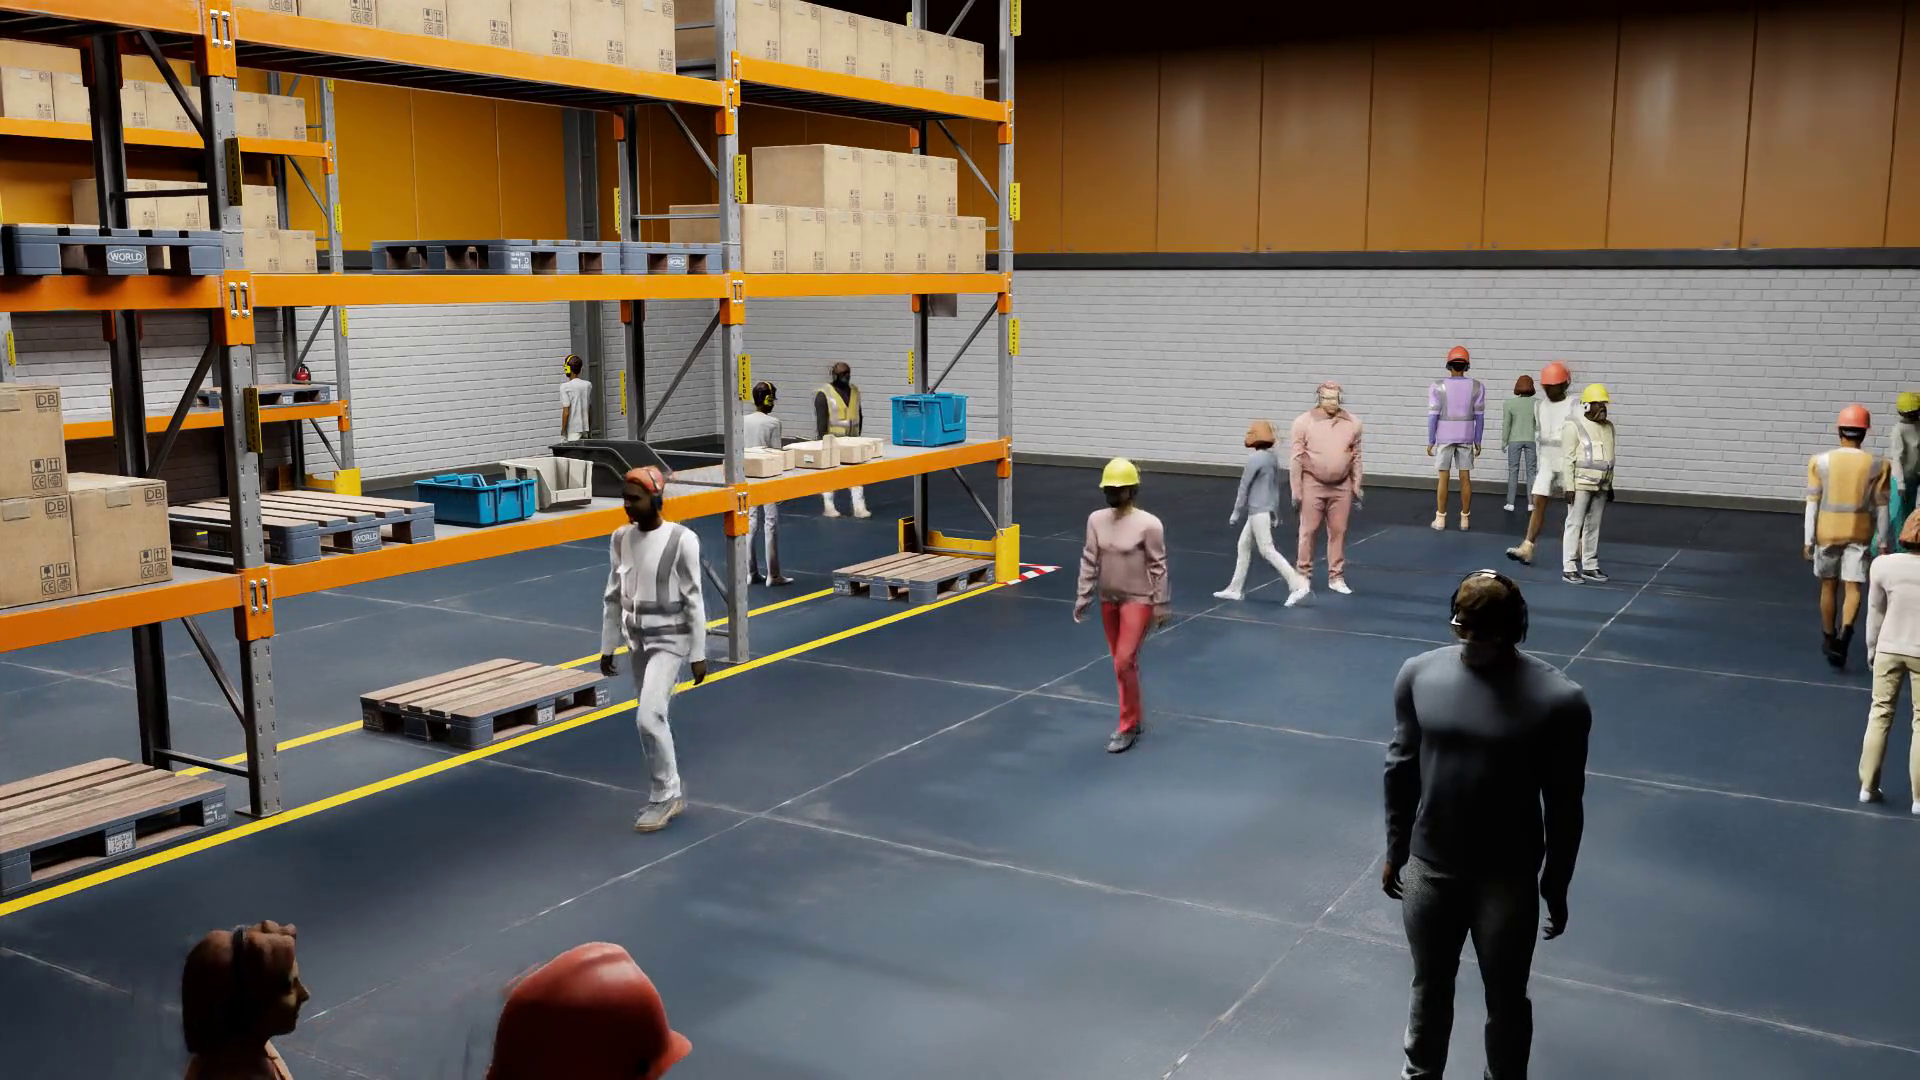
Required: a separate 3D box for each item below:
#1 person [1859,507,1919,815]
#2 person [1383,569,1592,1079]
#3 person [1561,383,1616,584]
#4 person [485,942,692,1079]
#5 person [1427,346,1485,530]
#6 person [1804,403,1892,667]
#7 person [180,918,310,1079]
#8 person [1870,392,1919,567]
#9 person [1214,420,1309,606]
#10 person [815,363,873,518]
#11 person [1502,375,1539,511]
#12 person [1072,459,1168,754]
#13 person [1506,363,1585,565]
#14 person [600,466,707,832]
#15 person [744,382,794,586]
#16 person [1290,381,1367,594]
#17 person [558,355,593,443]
[{"bbox_3d":[5.048,0.627,8.807,0.285,1.626,0.494,-7,12,-39],"label":"person"},{"bbox_3d":[1.638,1.038,5.279,0.627,1.934,0.372,6,11,33],"label":"person"},{"bbox_3d":[5.793,-0.518,15.289,0.589,1.837,0.404,-5,10,-26],"label":"person"},{"bbox_3d":[-0.530,1.520,2.446,1.017,1.885,0.551,-8,12,-42],"label":"person"},{"bbox_3d":[5.474,-1.121,18.413,0.607,2.044,0.377,1,9,5],"label":"person"},{"bbox_3d":[6.439,-0.039,12.100,0.553,1.908,0.873,5,10,29],"label":"person"},{"bbox_3d":[-1.430,1.526,3.275,0.865,1.596,0.534,-3,10,-19],"label":"person"},{"bbox_3d":[9.063,-0.573,16.009,0.669,1.719,0.361,-8,12,-40],"label":"person"},{"bbox_3d":[2.623,-0.236,14.291,0.850,1.590,0.507,5,11,30],"label":"person"},{"bbox_3d":[-1.334,-1.135,19.219,0.653,1.808,0.820,-7,11,-36],"label":"person"},{"bbox_3d":[6.735,-1.155,19.895,0.499,1.633,0.286,2,9,10],"label":"person"},{"bbox_3d":[0.942,0.388,9.931,0.533,1.746,0.670,9,13,43],"label":"person"},{"bbox_3d":[5.794,-0.727,16.160,1.072,1.969,0.642,-7,11,-36],"label":"person"},{"bbox_3d":[-1.615,0.559,8.475,0.600,1.862,0.580,7,11,36],"label":"person"},{"bbox_3d":[-1.795,-0.509,15.155,0.519,1.864,0.335,6,11,32],"label":"person"},{"bbox_3d":[3.281,-0.455,14.761,0.711,1.908,0.408,-1,9,-5],"label":"person"},{"bbox_3d":[-4.625,-1.288,19.992,0.328,1.872,0.514,5,11,30],"label":"person"}]
